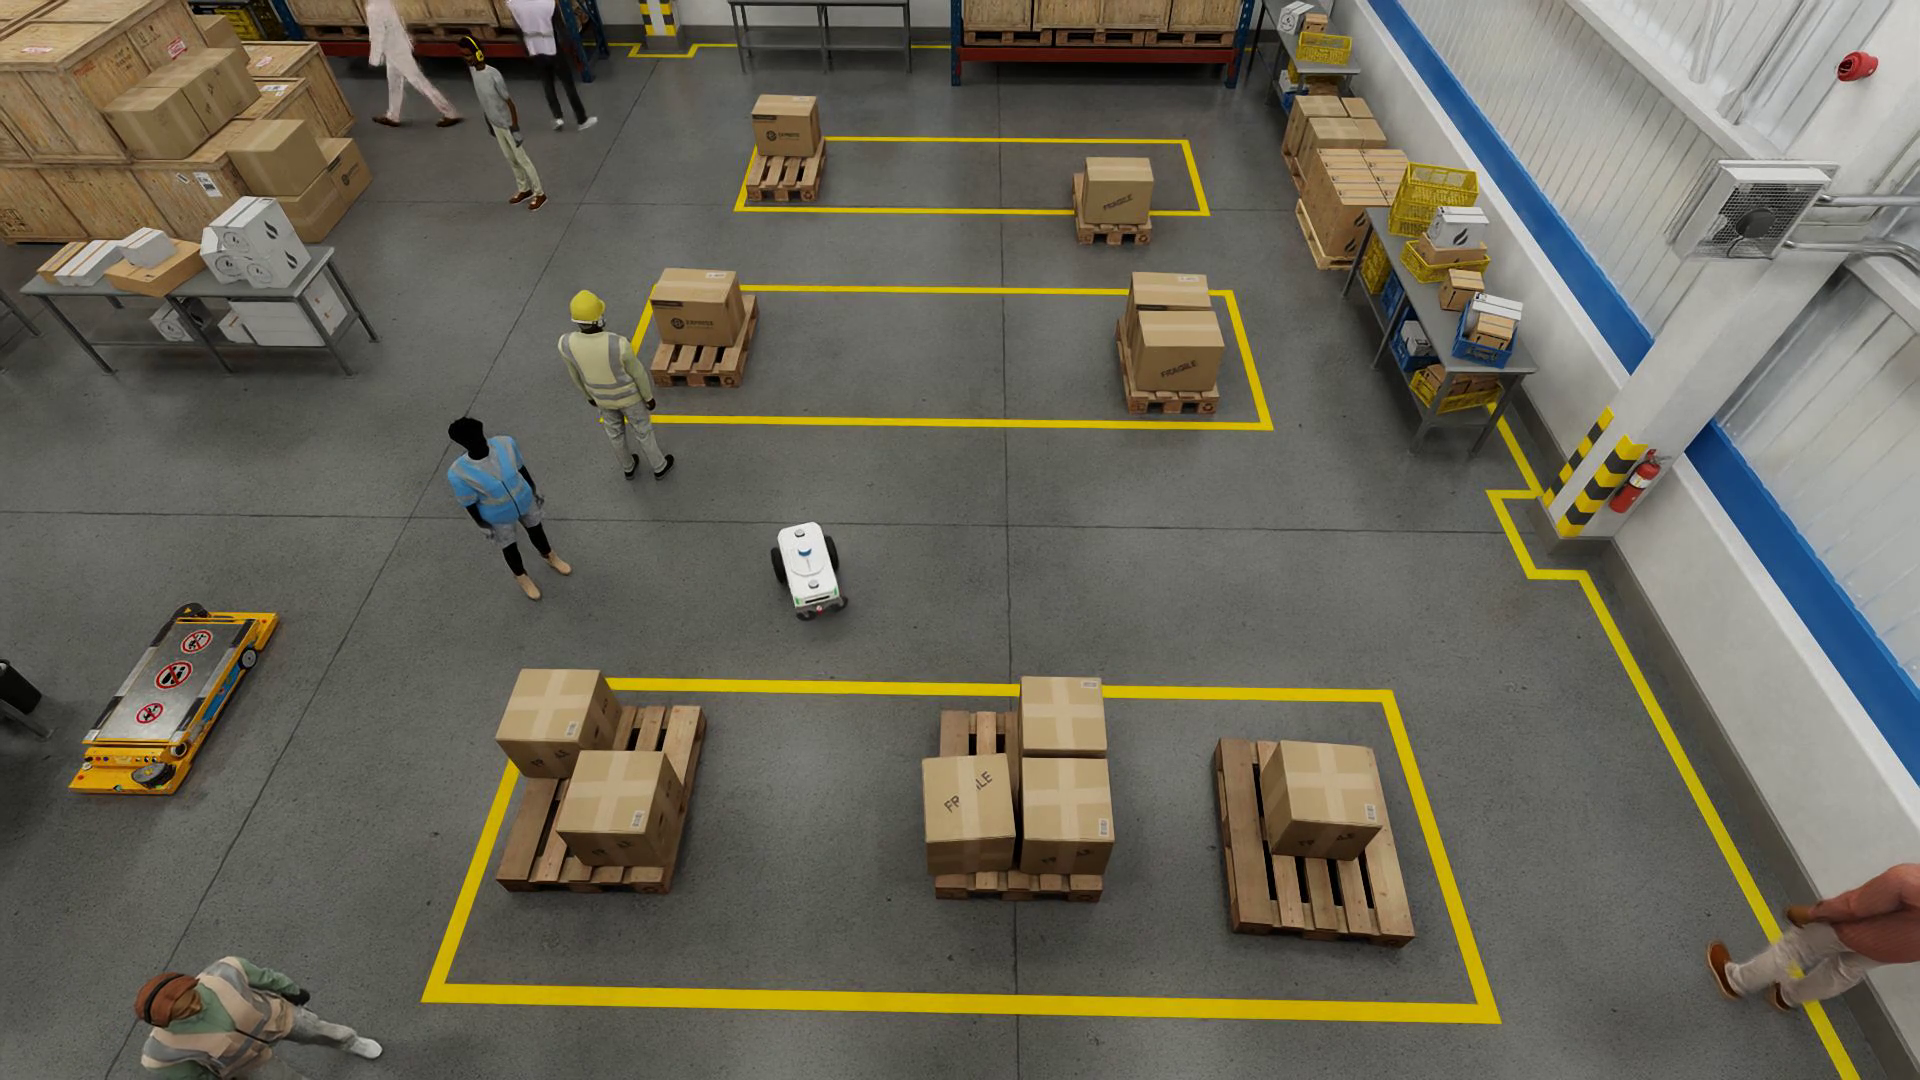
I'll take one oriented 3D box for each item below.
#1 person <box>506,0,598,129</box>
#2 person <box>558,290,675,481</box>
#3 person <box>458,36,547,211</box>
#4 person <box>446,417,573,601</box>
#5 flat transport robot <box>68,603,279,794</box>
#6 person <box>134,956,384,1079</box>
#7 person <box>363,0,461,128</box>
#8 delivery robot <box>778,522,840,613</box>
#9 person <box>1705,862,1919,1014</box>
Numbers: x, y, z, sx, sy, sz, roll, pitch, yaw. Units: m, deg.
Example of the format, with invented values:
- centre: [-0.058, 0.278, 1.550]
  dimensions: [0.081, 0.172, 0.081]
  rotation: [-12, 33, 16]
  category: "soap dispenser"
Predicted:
- centre: [-5.111, -6.070, 11.429]
  dimensions: [0.721, 1.897, 0.417]
  rotation: [-2, 50, -2]
  category: "person"
- centre: [-2.743, -1.193, 7.342]
  dimensions: [0.590, 1.833, 0.404]
  rotation: [3, 50, 2]
  category: "person"
- centre: [-5.112, -4.620, 10.218]
  dimensions: [0.531, 1.871, 0.322]
  rotation: [24, 54, 19]
  category: "person"
- centre: [-3.263, -0.237, 6.621]
  dimensions: [0.317, 1.695, 0.540]
  rotation: [28, 55, 22]
  category: "person"
- centre: [-5.504, 1.072, 6.442]
  dimensions: [0.652, 0.197, 1.431]
  rotation: [1, 50, 1]
  category: "flat transport robot"
- centre: [-3.388, 2.404, 4.431]
  dimensions: [0.312, 1.633, 0.517]
  rotation: [14, 51, 12]
  category: "person"
- centre: [-7.114, -6.054, 11.442]
  dimensions: [1.024, 1.842, 0.636]
  rotation: [-19, 52, -15]
  category: "person"
- centre: [-1.147, 0.205, 6.932]
  dimensions: [0.477, 0.478, 0.707]
  rotation: [-14, 51, -11]
  category: "delivery robot"
- centre: [4.590, 1.926, 4.600]
  dimensions: [0.622, 1.990, 0.401]
  rotation: [12, 51, 10]
  category: "person"
